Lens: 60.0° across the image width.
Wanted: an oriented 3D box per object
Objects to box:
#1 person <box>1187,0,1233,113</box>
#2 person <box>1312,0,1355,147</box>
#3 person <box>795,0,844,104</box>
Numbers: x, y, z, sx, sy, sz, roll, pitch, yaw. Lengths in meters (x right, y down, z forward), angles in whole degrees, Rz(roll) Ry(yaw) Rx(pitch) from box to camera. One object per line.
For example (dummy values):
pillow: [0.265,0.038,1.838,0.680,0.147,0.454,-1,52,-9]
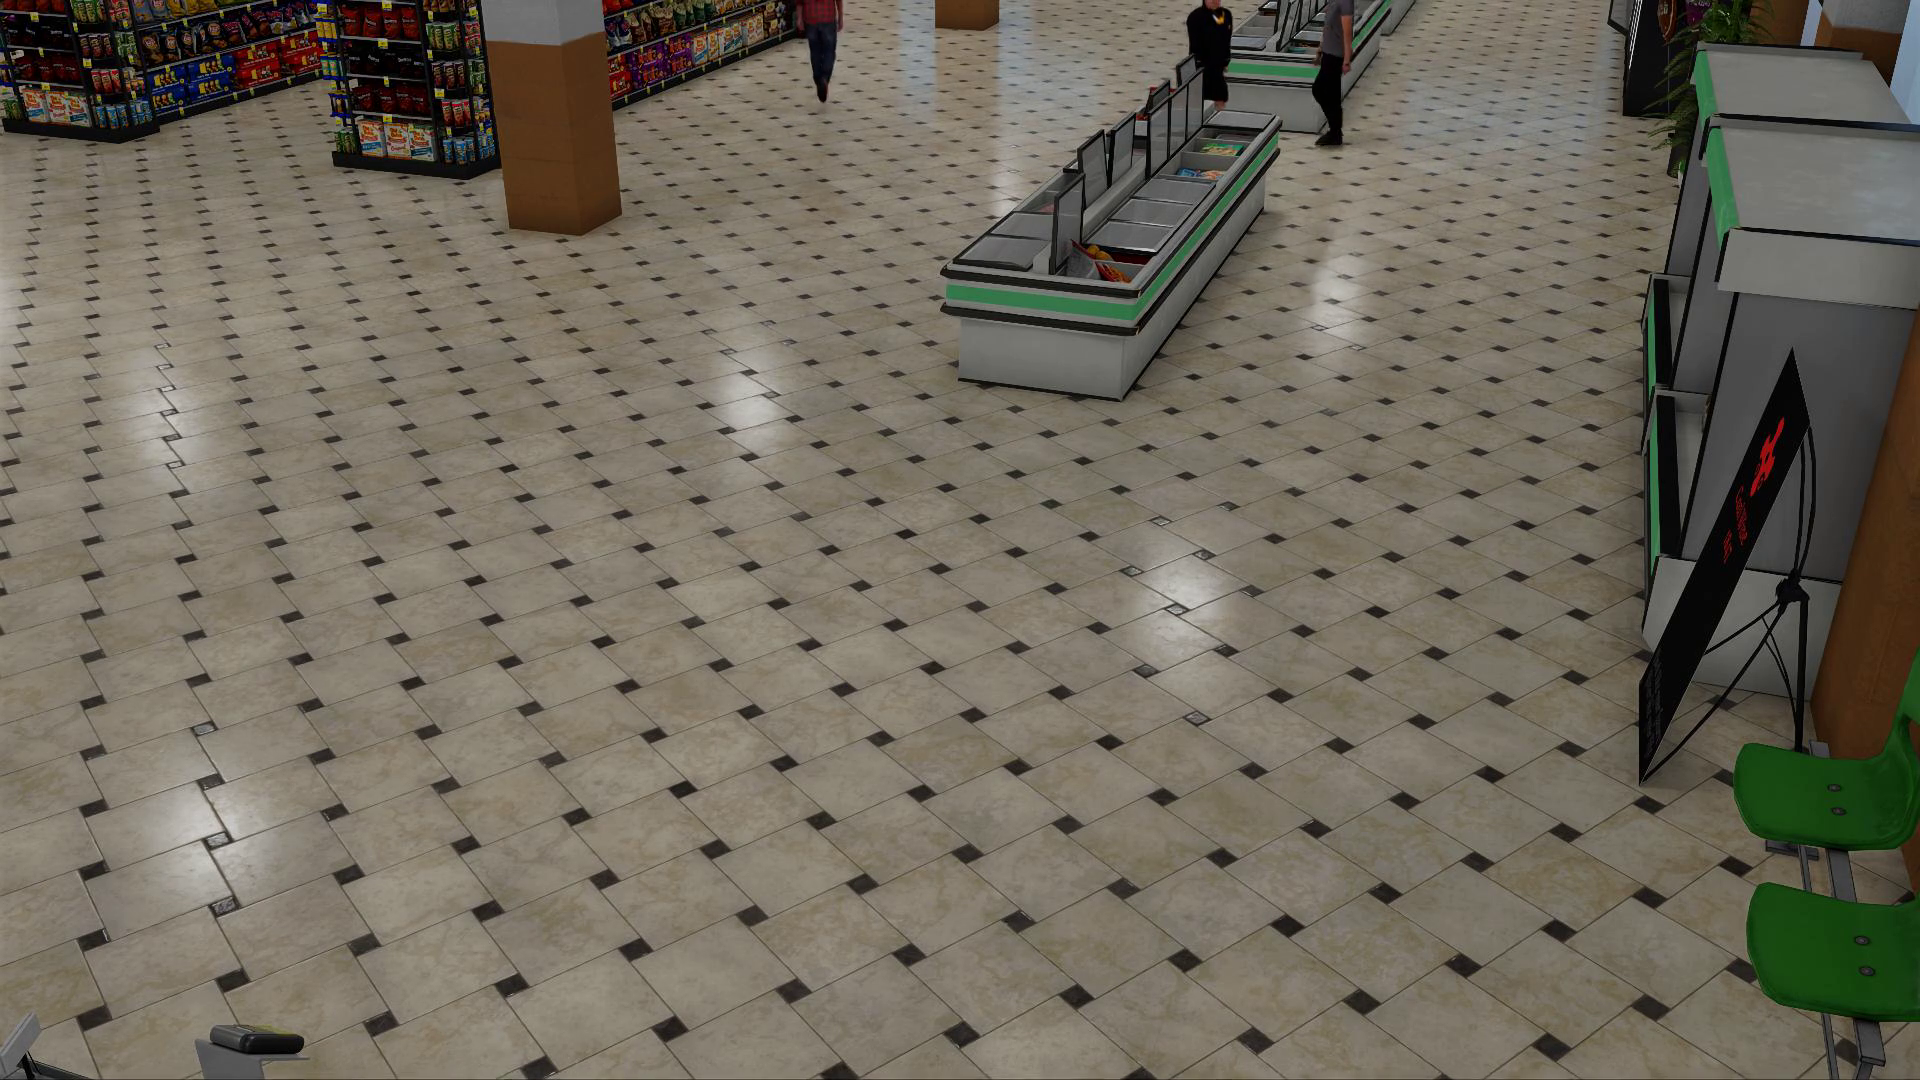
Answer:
person: [2.330,-4.540,16.033,0.825,1.651,0.887,-13,30,-24]
person: [3.771,-4.741,16.334,0.802,1.737,0.707,-3,27,-6]
person: [-1.536,-5.678,18.105,0.868,1.805,1.181,3,27,6]
